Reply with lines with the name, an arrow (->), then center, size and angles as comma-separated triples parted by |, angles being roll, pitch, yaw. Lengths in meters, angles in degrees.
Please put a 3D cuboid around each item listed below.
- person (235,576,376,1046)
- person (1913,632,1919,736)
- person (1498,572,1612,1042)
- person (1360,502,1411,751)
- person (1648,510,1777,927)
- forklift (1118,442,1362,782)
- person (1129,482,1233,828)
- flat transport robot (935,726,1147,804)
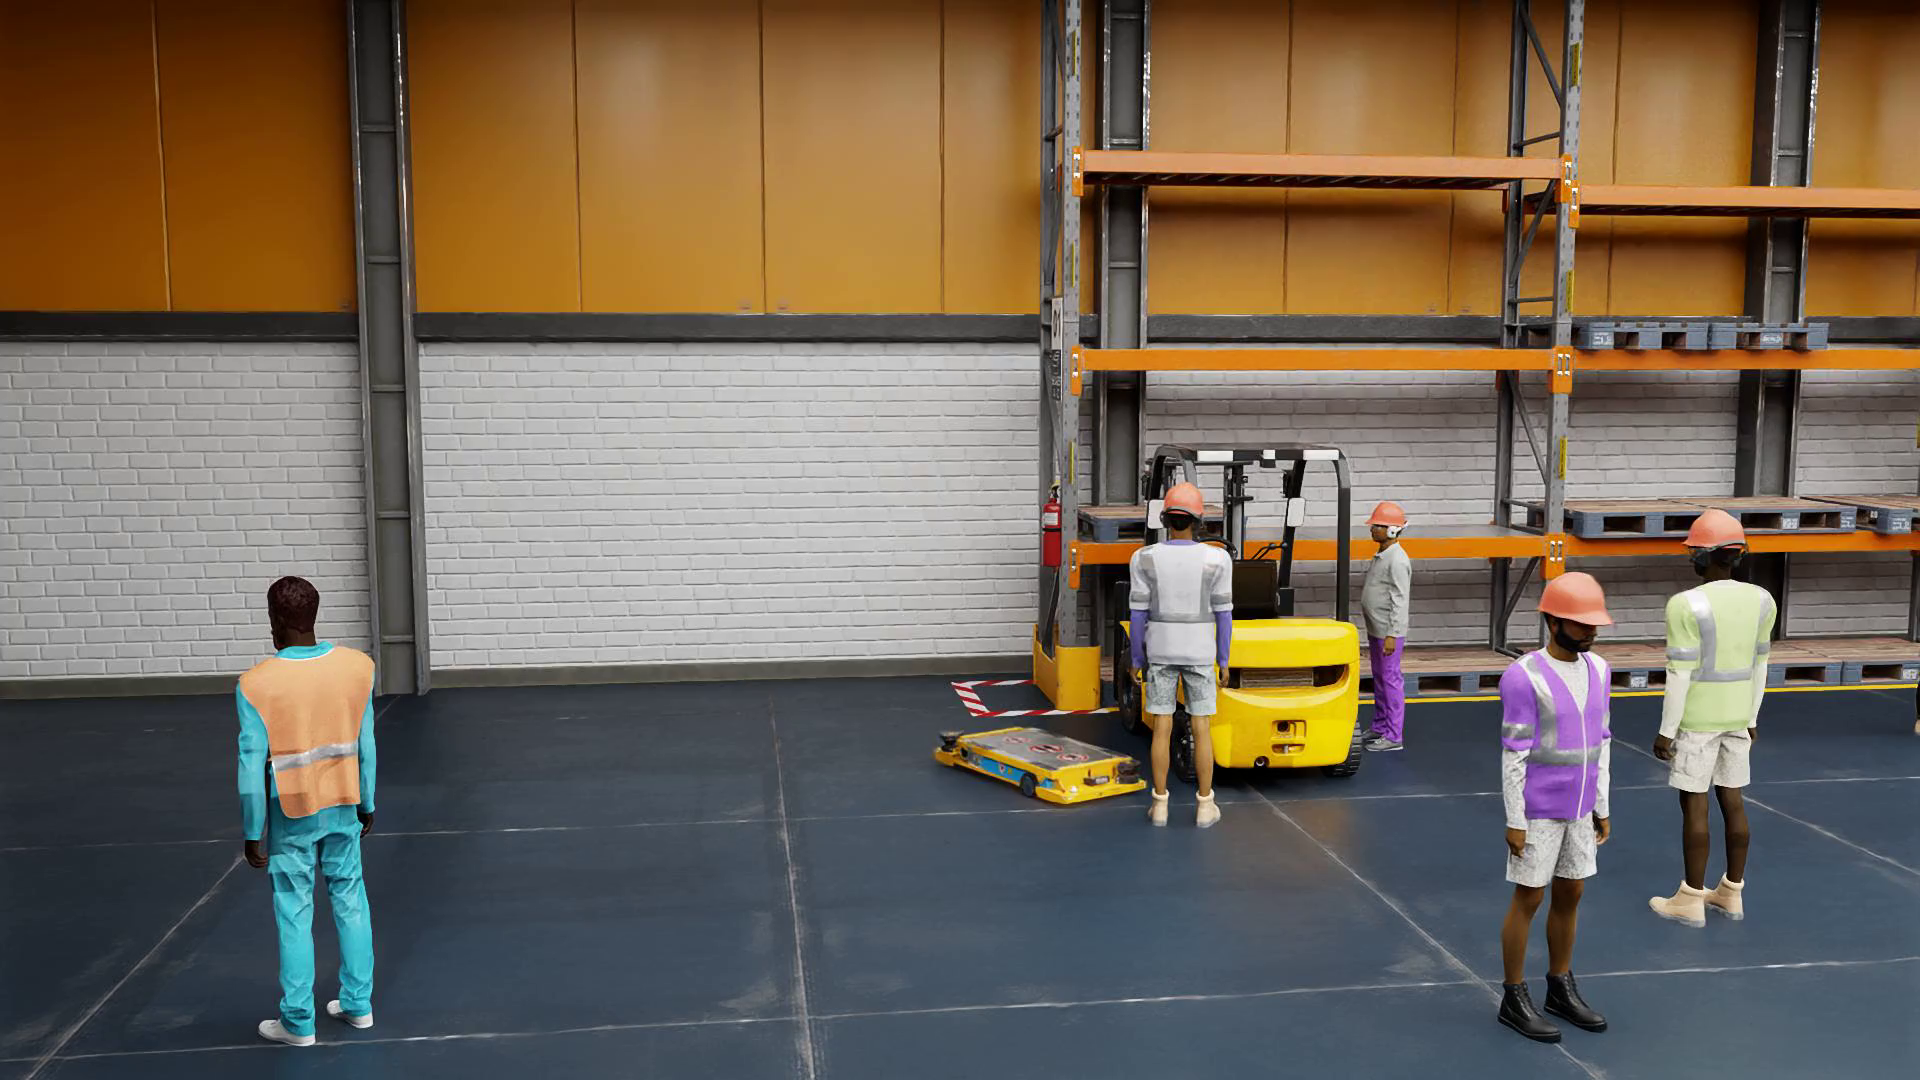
person -> -2.643, 1.099, 6.778 | 0.397, 1.911, 0.587 | 5, 8, 39
person -> 7.093, 0.614, 11.937 | 0.316, 1.696, 0.542 | 0, 7, 3
person -> 2.463, 1.085, 6.817 | 0.544, 1.930, 0.389 | -3, 7, -26
person -> 2.994, 0.604, 11.761 | 0.320, 1.755, 0.563 | 0, 7, -2
person -> 3.676, 0.870, 8.173 | 0.608, 2.048, 0.364 | -2, 7, -21
forklift -> 1.912, 0.418, 11.496 | 1.214, 2.155, 2.313 | -1, 7, -8
person -> 1.306, 0.680, 9.856 | 0.606, 2.045, 0.389 | 1, 7, 12
flat transport robot -> 0.504, 1.442, 10.874 | 0.652, 0.197, 1.431 | -5, 8, -35
